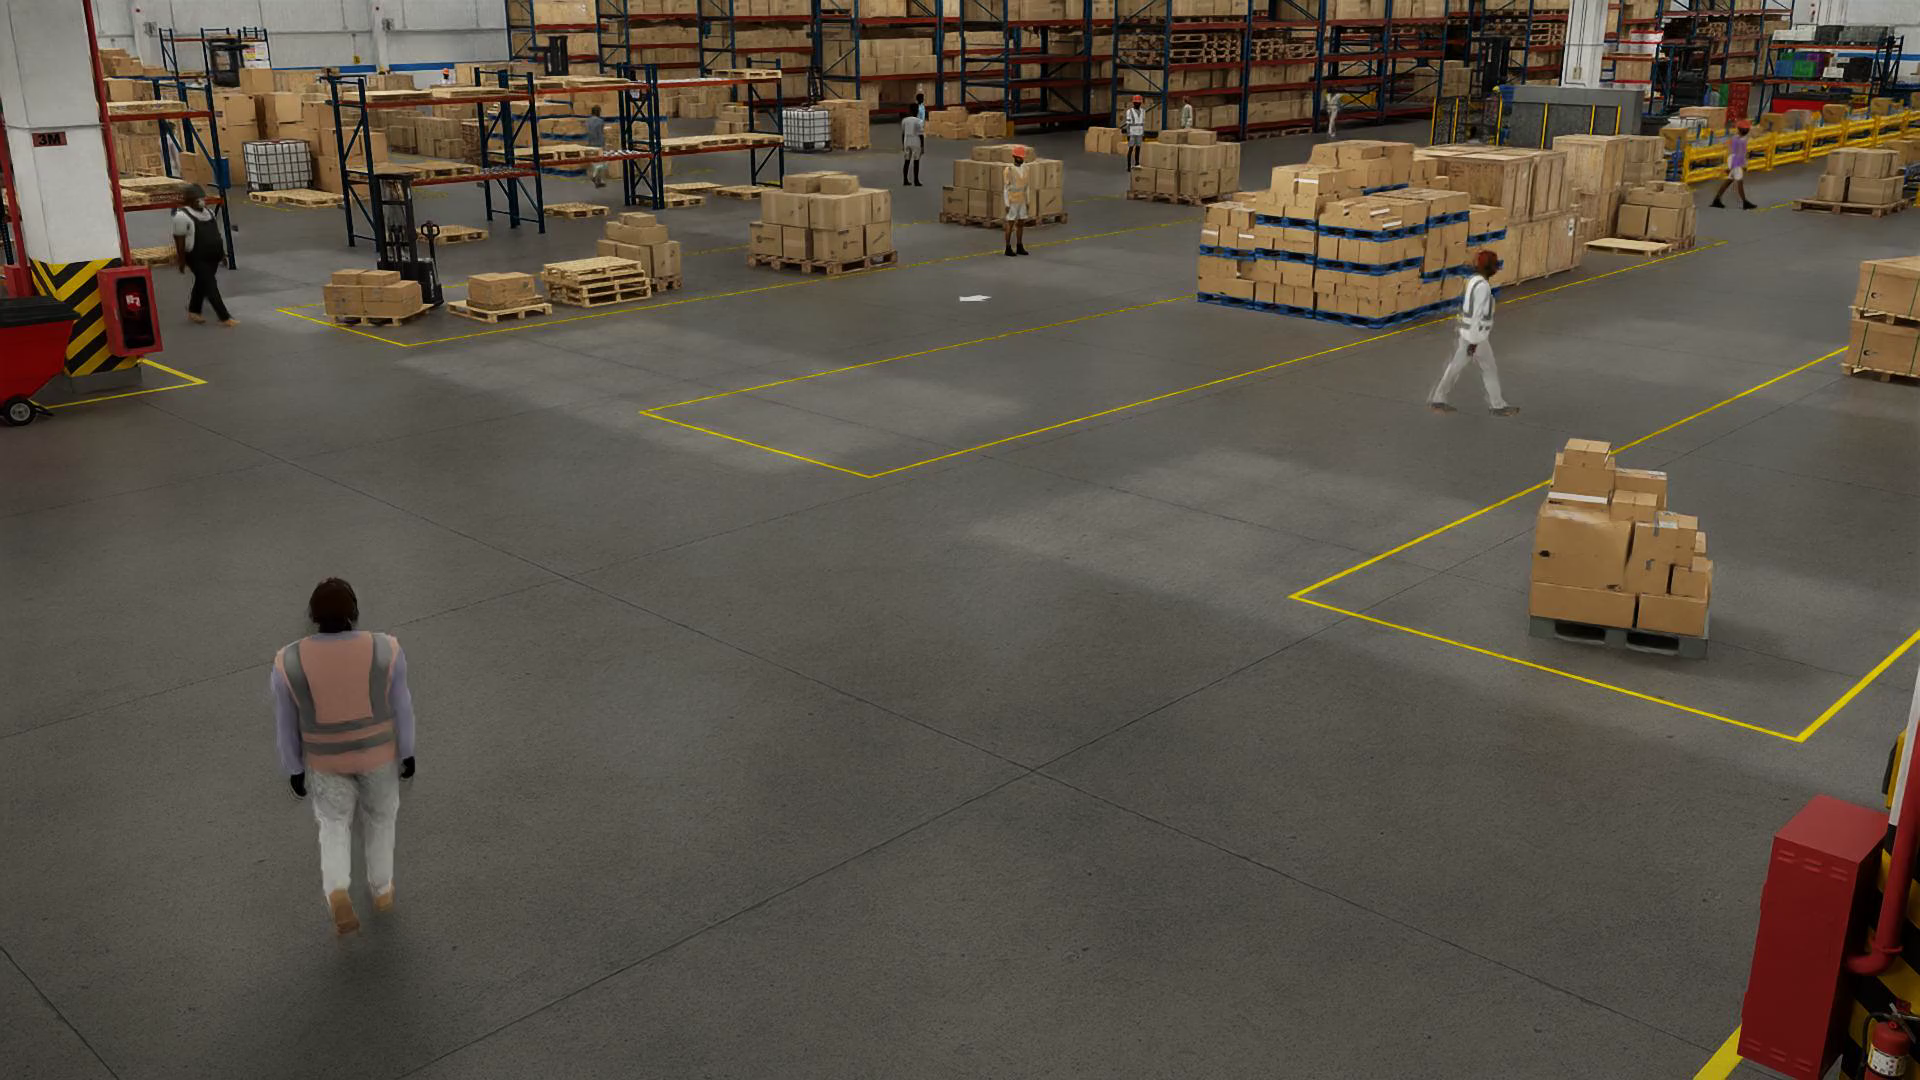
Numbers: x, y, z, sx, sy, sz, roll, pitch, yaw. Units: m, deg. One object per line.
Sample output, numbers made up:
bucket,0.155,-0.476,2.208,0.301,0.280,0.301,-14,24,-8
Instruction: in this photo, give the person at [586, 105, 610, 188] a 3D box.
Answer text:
person,-8.537,-9.276,39.220,0.653,1.926,0.432,17,25,41

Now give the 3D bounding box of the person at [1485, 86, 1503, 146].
person,15.854,-12.576,49.412,0.523,1.769,0.315,8,20,23

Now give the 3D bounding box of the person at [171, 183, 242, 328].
person,-10.517,-3.985,23.100,1.050,2.000,0.691,6,19,17

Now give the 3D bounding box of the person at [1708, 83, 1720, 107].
person,24.145,-13.810,53.338,0.279,1.633,0.497,-2,18,-7

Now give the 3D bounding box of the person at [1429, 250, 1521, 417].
person,5.682,-2.258,18.229,0.980,1.832,0.598,2,18,6

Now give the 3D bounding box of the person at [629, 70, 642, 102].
person,-10.996,-14.852,56.052,0.593,1.913,0.392,-14,23,-37

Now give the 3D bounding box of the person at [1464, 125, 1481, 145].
person,10.427,-7.592,34.267,0.529,1.854,0.515,-16,24,-39

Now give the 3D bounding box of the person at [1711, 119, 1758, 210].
person,16.589,-7.994,35.428,0.980,1.884,0.561,16,24,39

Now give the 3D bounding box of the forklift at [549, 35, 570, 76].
forklift,-15.076,-17.613,62.846,1.873,2.768,1.129,4,19,13

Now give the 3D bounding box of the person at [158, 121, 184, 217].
person,-16.153,-7.609,34.188,0.627,1.934,0.371,12,22,33

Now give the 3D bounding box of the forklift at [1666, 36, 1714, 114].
forklift,27.341,-17.291,61.877,1.129,2.768,1.873,17,25,41

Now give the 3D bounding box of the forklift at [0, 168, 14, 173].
forklift,-24.914,-10.604,41.730,1.129,2.768,1.873,17,25,41

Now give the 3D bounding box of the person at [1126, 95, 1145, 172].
person,4.522,-10.434,42.692,0.545,1.938,0.357,-10,21,-27

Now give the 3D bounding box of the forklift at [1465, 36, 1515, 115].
forklift,19.973,-17.201,61.605,1.873,2.768,1.129,16,24,40

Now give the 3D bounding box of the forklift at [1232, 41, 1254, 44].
forklift,9.711,-15.715,57.130,1.129,2.768,1.873,17,25,41

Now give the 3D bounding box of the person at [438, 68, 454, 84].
person,-17.574,-15.184,57.014,0.564,1.933,0.387,-8,20,-23

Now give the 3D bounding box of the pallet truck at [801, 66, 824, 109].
pallet truck,-4.812,-15.182,56.903,0.823,1.965,1.885,-9,21,-26

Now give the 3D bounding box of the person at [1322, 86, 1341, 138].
person,11.823,-13.581,52.716,0.496,1.596,0.879,17,25,41

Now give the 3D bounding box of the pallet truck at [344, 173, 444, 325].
pallet truck,-8.209,-4.181,23.757,0.823,1.965,1.885,3,19,9

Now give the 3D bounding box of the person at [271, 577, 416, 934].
person,-3.000,1.077,8.191,0.631,1.824,0.647,-5,19,-15

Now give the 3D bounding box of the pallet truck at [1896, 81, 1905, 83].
pallet truck,34.802,-16.331,61.455,0.653,1.274,1.630,17,25,41

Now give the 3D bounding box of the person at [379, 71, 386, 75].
person,-19.620,-15.037,56.705,0.429,1.846,0.633,7,20,20

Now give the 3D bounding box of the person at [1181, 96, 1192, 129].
person,6.408,-11.735,47.076,0.311,1.638,0.523,7,20,20

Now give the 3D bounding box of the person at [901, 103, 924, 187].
person,-1.112,-9.369,39.461,0.606,1.955,0.395,11,21,30

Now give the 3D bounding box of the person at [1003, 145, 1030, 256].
person,1.013,-5.951,29.210,0.540,1.930,0.390,-14,23,-37

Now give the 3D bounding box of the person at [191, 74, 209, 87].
person,-24.426,-14.031,53.553,0.622,1.923,0.647,14,23,37

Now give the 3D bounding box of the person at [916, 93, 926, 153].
person,-1.164,-11.849,47.345,0.322,1.691,0.533,8,20,22

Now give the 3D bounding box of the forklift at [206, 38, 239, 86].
forklift,-26.343,-16.562,59.682,1.873,2.768,1.129,17,25,41

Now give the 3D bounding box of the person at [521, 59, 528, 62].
person,-16.279,-17.036,62.491,0.395,1.993,0.614,8,20,23
